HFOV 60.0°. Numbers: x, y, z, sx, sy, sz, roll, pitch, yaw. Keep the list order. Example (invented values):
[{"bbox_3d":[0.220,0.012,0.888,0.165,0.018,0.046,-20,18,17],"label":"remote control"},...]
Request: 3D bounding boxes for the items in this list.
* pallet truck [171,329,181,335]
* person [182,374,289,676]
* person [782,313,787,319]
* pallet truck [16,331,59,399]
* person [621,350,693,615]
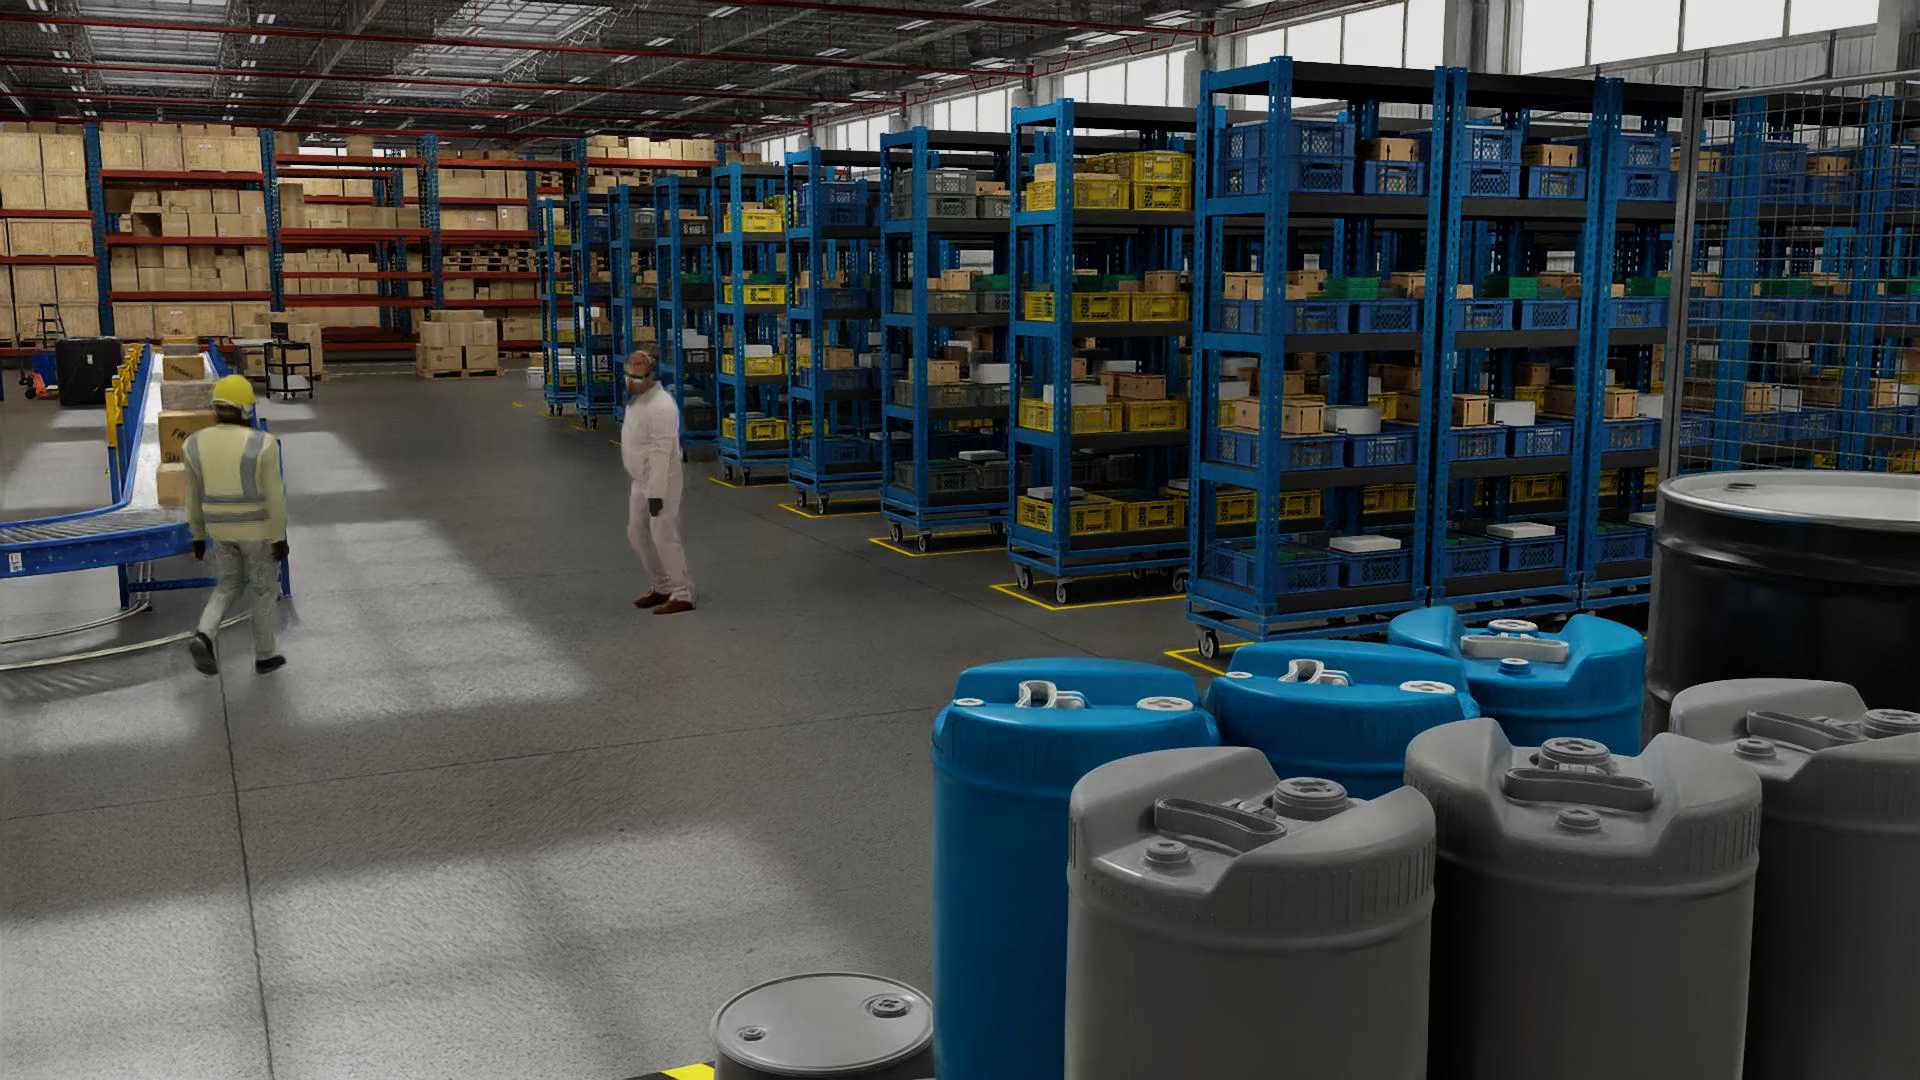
[{"bbox_3d":[-17.275,-3.851,35.096,1.601,1.201,0.680,0,9,1],"label":"pallet truck"},{"bbox_3d":[-4.265,-0.065,9.790,0.598,1.815,0.630,1,9,8],"label":"person"},{"bbox_3d":[-4.660,-5.982,45.937,0.608,1.996,0.379,-5,11,-31],"label":"person"},{"bbox_3d":[-17.082,-3.353,31.781,1.630,1.274,0.653,-4,10,-25],"label":"pallet truck"},{"bbox_3d":[-2.118,-0.392,11.644,0.520,1.870,0.666,-5,11,-30],"label":"person"}]
